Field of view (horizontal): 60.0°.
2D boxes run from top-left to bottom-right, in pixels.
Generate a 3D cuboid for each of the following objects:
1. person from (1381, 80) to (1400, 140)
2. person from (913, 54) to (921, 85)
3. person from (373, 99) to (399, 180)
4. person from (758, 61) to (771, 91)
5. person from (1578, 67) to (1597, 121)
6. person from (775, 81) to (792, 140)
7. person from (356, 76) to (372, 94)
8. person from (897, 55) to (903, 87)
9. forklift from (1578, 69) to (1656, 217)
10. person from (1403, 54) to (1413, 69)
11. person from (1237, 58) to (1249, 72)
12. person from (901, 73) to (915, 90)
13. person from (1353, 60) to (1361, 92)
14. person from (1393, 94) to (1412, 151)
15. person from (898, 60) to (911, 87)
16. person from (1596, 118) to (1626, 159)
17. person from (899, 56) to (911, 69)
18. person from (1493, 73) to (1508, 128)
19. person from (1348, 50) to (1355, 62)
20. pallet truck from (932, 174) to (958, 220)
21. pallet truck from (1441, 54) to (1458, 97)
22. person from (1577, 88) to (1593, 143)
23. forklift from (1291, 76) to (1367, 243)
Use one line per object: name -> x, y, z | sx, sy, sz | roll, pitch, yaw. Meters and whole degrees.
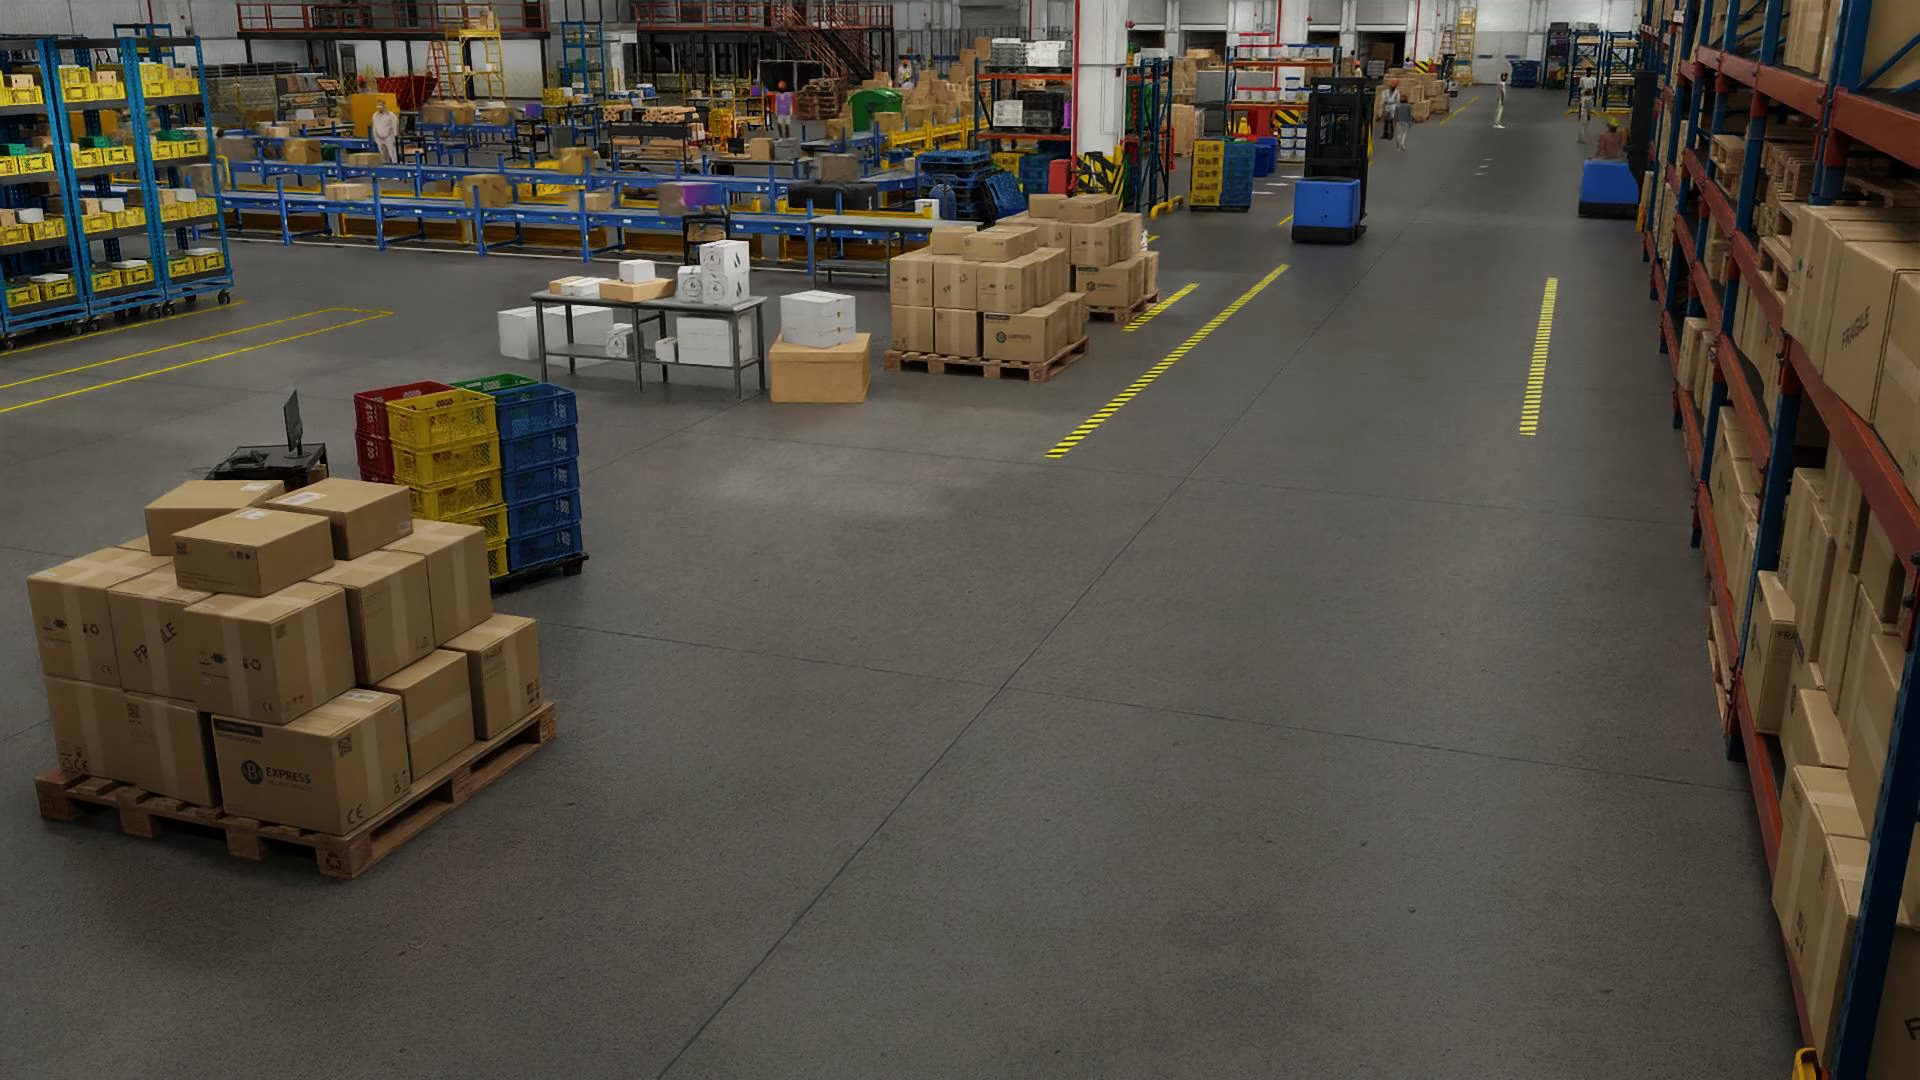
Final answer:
person -> 13.591, -13.581, 52.508 | 0.576, 1.873, 0.928 | 6, 19, 18
person -> -2.022, -22.417, 80.152 | 0.597, 1.918, 0.382 | -11, 21, -30
person -> -13.793, -9.598, 39.916 | 0.644, 1.899, 0.396 | 5, 18, 16
person -> -8.414, -19.682, 71.663 | 0.581, 1.860, 0.798 | 1, 18, 4
person -> 23.085, -16.423, 61.265 | 0.606, 1.958, 0.379 | 5, 18, 16
person -> -5.293, -12.807, 49.965 | 0.563, 1.920, 0.464 | 3, 18, 8
person -> -18.606, -13.594, 52.345 | 0.614, 1.984, 1.101 | 12, 21, 34
person -> -2.902, -23.191, 82.732 | 0.507, 1.836, 0.369 | -3, 18, -10
forklift -> 13.219, -7.740, 32.475 | 1.873, 2.768, 1.129 | 6, 19, 18
person -> 21.662, -22.560, 80.587 | 0.366, 1.927, 0.585 | -12, 21, -33
person -> 12.626, -20.795, 74.859 | 0.673, 2.000, 0.536 | 13, 22, 35
person -> -1.855, -15.363, 58.136 | 0.404, 1.829, 0.588 | 16, 23, 40
person -> 16.654, -19.151, 69.889 | 0.398, 1.928, 0.541 | 7, 19, 22
person -> 12.860, -12.122, 48.306 | 0.538, 1.606, 0.730 | 5, 18, 16
person -> -2.339, -19.413, 70.711 | 0.598, 1.929, 1.063 | -4, 18, -14
person -> 14.024, -8.191, 35.787 | 0.528, 1.709, 0.940 | -5, 18, -14
person -> -2.634, -22.279, 79.801 | 0.611, 1.868, 0.420 | 0, 18, 0
person -> 18.781, -15.246, 57.710 | 0.315, 1.864, 0.528 | 1, 18, 2
person -> 21.620, -26.097, 91.841 | 0.429, 1.842, 0.632 | -1, 18, -2
pallet truck -> -0.507, -5.292, 27.348 | 0.653, 1.274, 1.630 | 6, 19, 19
pallet truck -> 22.765, -21.886, 78.355 | 0.823, 1.965, 1.885 | -4, 18, -14
person -> 19.335, -13.126, 51.411 | 0.313, 1.639, 0.523 | -1, 18, -3
forklift -> 6.598, -6.755, 29.381 | 1.129, 2.768, 1.873 | 6, 19, 19
